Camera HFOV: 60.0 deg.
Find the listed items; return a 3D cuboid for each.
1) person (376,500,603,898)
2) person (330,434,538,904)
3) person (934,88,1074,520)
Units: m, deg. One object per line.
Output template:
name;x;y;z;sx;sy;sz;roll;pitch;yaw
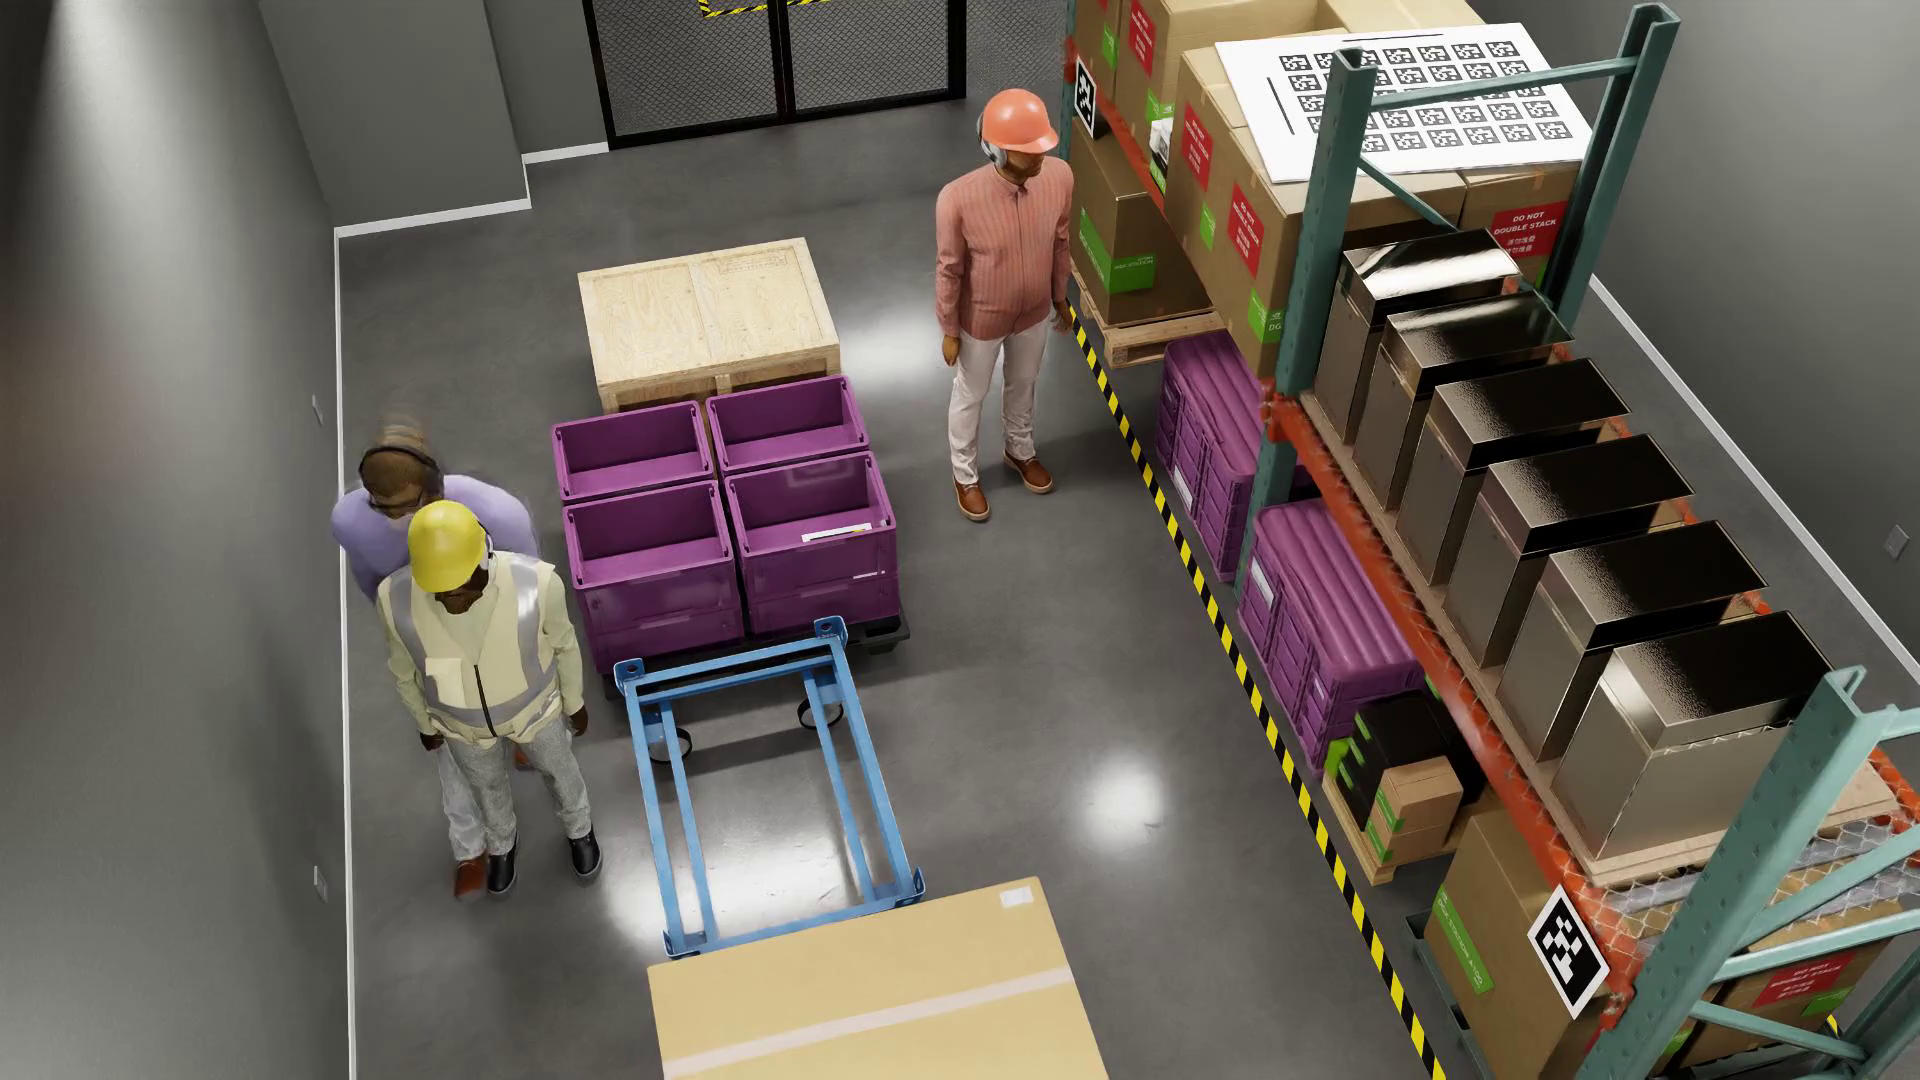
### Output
person;-1.517;0.540;5.461;0.588;1.833;0.404;-9;48;-8
person;-1.658;0.377;5.575;0.644;1.881;1.018;-5;48;-5
person;0.184;-0.928;6.699;0.610;1.997;0.369;-22;51;-19
